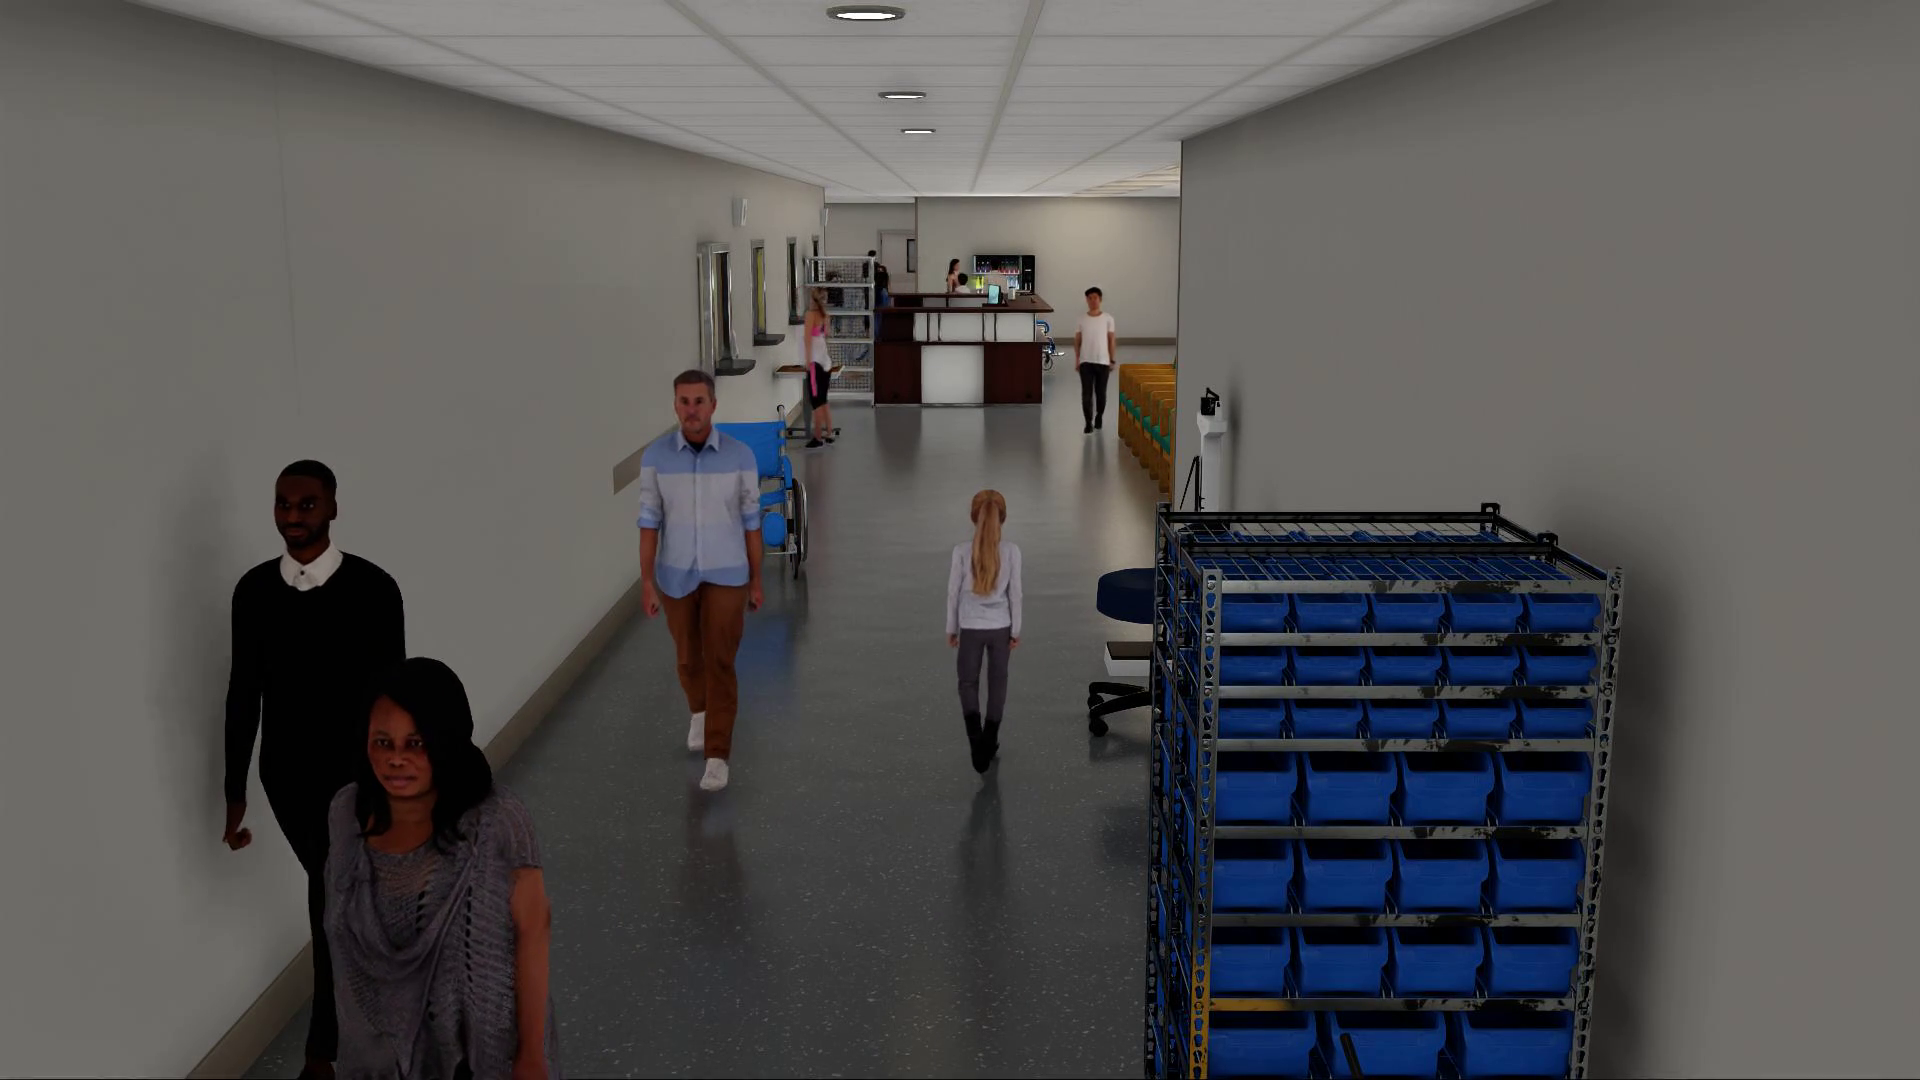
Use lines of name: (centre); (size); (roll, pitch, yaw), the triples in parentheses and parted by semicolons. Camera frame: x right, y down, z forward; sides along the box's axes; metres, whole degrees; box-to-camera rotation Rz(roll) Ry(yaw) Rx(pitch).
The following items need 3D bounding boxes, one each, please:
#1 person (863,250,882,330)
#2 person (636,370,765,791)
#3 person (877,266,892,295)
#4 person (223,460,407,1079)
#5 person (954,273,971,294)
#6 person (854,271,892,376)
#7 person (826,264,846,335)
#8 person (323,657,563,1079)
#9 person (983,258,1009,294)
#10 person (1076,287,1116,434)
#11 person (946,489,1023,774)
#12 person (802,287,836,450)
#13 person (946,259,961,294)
person: (-2.061, -5.911, 39.253); (0.747, 1.845, 0.873); (7, 13, 32)
person: (-1.153, 0.158, 7.444); (1.090, 1.780, 0.758); (0, 11, -1)
person: (-1.670, -5.257, 36.711); (1.130, 1.507, 0.871); (4, 11, 19)
person: (-1.804, 0.666, 4.811); (1.113, 1.763, 0.699); (0, 11, -1)
person: (0.082, -4.182, 30.947); (0.802, 1.545, 0.742); (10, 15, 44)
person: (-1.369, -3.407, 26.498); (1.122, 1.681, 0.884); (-4, 12, -22)
person: (-2.641, -4.951, 34.798); (0.955, 1.620, 0.933); (6, 12, 28)
person: (-1.050, 1.009, 3.535); (0.968, 1.565, 0.700); (1, 11, 3)
person: (0.662, -4.444, 31.615); (0.603, 1.811, 0.789); (-3, 11, -17)
person: (1.612, -2.118, 19.684); (1.047, 1.689, 0.821); (2, 11, 10)
person: (0.112, 0.417, 7.464); (0.741, 1.264, 0.556); (0, 11, -1)
person: (-1.561, -1.884, 18.263); (0.715, 1.758, 0.786); (2, 11, 11)
person: (-0.221, -4.636, 32.776); (0.826, 1.755, 0.763); (4, 11, 21)
